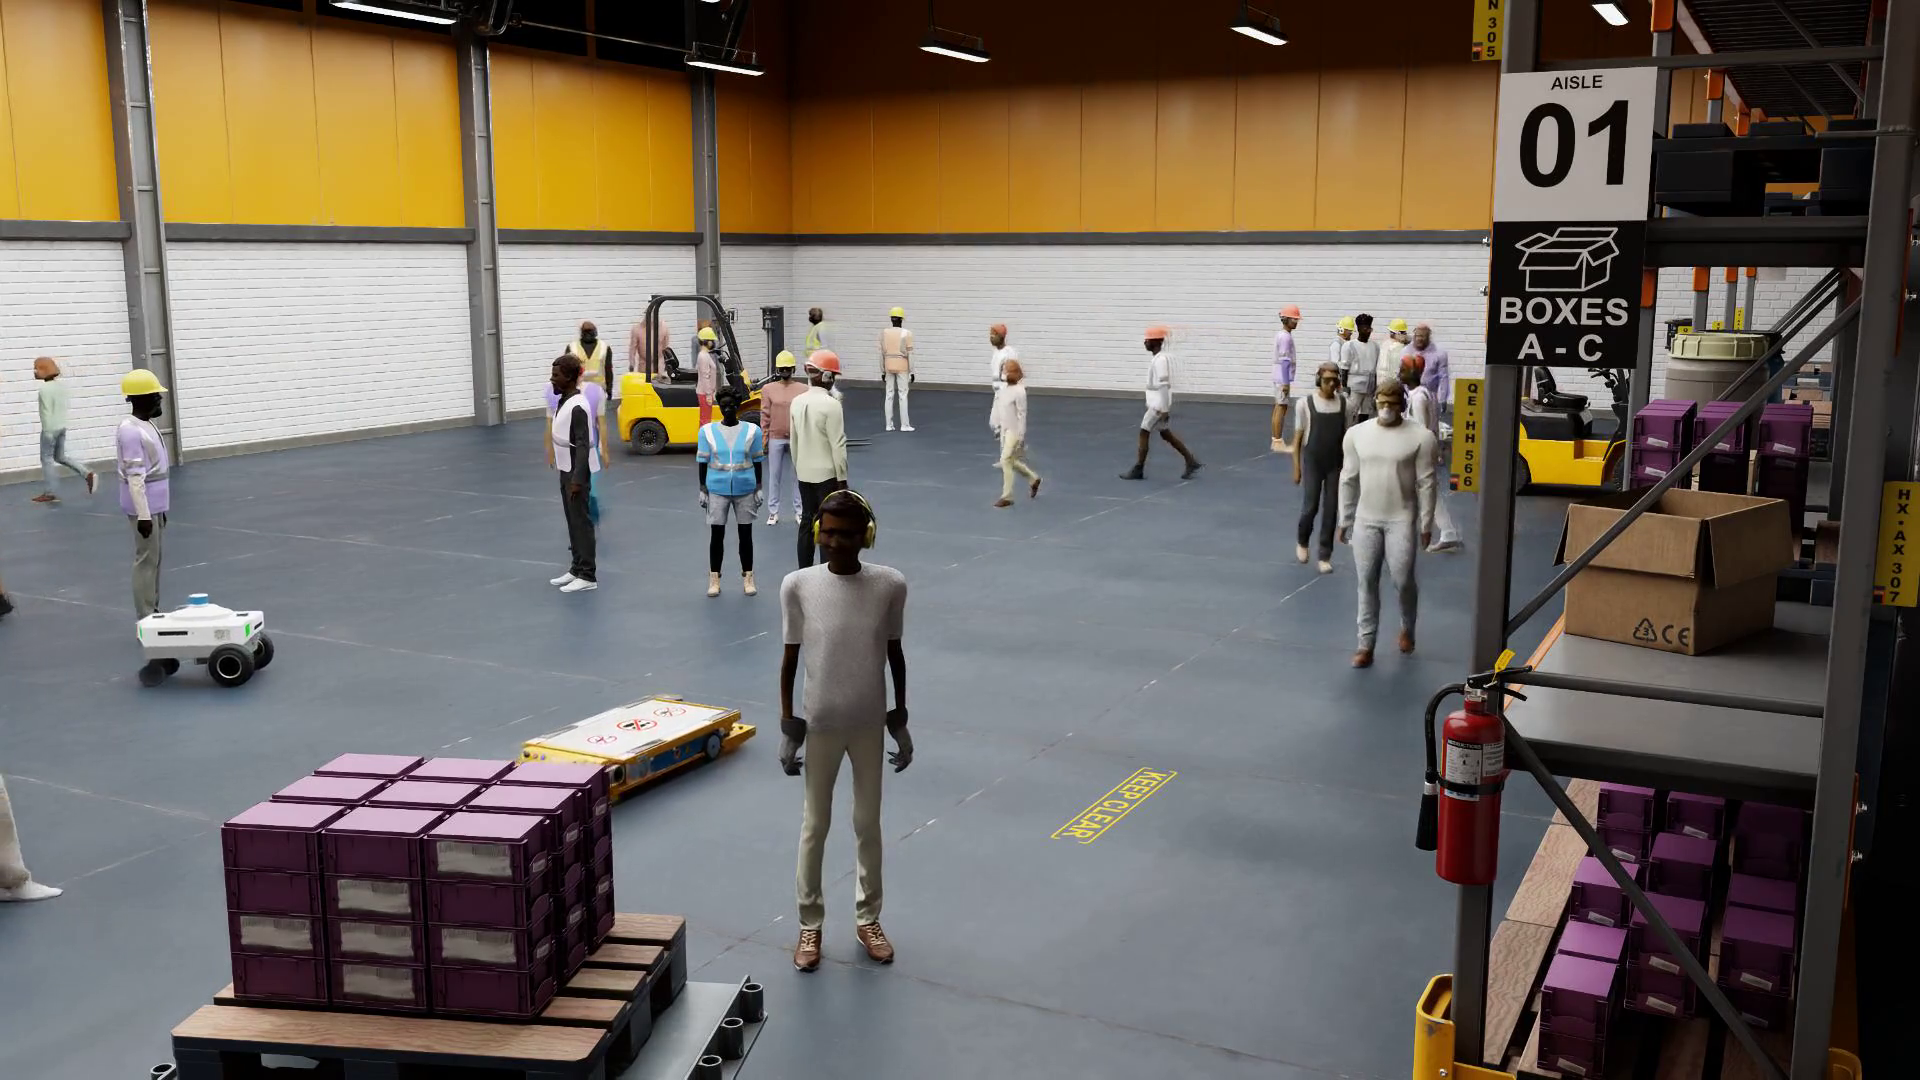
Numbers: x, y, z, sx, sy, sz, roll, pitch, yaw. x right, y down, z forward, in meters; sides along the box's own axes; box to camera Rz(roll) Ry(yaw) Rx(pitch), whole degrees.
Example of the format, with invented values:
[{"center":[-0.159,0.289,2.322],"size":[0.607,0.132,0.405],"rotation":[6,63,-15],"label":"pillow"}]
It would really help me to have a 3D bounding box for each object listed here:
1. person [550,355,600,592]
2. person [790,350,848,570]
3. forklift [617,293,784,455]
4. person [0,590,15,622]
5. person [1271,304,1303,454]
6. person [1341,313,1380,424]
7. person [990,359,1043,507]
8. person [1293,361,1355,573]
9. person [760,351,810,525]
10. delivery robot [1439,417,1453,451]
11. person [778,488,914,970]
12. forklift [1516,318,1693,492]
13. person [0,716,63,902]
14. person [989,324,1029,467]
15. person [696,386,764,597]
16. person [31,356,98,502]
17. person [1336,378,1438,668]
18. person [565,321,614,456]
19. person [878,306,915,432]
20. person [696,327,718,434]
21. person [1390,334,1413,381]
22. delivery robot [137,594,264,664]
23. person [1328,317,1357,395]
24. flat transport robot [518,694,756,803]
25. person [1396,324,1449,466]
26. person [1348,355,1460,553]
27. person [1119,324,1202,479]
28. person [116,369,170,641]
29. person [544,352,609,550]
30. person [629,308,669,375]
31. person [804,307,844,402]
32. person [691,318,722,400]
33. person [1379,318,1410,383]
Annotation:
[{"center":[-3.147,-0.543,13.571],"size":[0.392,1.920,0.588],"rotation":[-4,11,-24],"label":"person"},{"center":[-1.086,-0.506,13.155],"size":[0.391,1.989,0.611],"rotation":[-9,14,-43],"label":"person"},{"center":[-3.588,-2.317,23.042],"size":[2.313,2.155,1.214],"rotation":[-1,10,-5],"label":"forklift"},{"center":[-7.179,-0.239,11.879],"size":[0.557,1.901,0.947],"rotation":[3,10,18],"label":"person"},{"center":[4.486,-2.212,22.886],"size":[0.394,2.040,0.609],"rotation":[1,10,6],"label":"person"},{"center":[5.222,-1.971,21.699],"size":[0.609,1.964,0.367],"rotation":[-5,11,-27],"label":"person"},{"center":[0.614,-1.171,18.086],"size":[0.627,1.611,0.509],"rotation":[-4,11,-24],"label":"person"},{"center":[3.139,-0.634,14.360],"size":[0.515,1.827,0.451],"rotation":[0,10,-2],"label":"person"},{"center":[-1.755,-1.027,16.819],"size":[0.525,1.769,0.309],"rotation":[-1,10,-8],"label":"person"},{"center":[6.375,-1.407,22.246],"size":[0.477,0.478,0.707],"rotation":[-4,11,-21],"label":"delivery robot"},{"center":[-0.437,0.723,6.400],"size":[0.523,1.865,0.317],"rotation":[-2,10,-12],"label":"person"},{"center":[7.066,-1.601,18.899],"size":[2.313,2.155,1.214],"rotation":[5,11,27],"label":"forklift"},{"center":[-4.253,0.755,6.942],"size":[0.721,1.619,0.518],"rotation":[-3,10,-19],"label":"person"},{"center":[0.616,-1.847,21.328],"size":[0.556,1.855,0.594],"rotation":[-4,10,-20],"label":"person"},{"center":[-1.832,-0.388,13.315],"size":[0.541,1.695,0.315],"rotation":[-2,10,-9],"label":"person"},{"center":[-9.969,-1.226,18.394],"size":[0.607,1.614,0.511],"rotation":[-1,10,-3],"label":"person"},{"center":[2.835,-0.120,11.099],"size":[0.635,1.931,0.589],"rotation":[6,11,30],"label":"person"},{"center":[-5.015,-2.049,22.563],"size":[0.640,1.827,0.432],"rotation":[-3,10,-15],"label":"person"},{"center":[-0.965,-2.620,25.574],"size":[0.587,1.927,0.365],"rotation":[4,10,21],"label":"person"},{"center":[-3.334,-1.919,21.973],"size":[0.306,1.770,0.525],"rotation":[-2,10,-10],"label":"person"},{"center":[6.176,-2.071,23.280],"size":[0.544,1.617,0.523],"rotation":[2,10,12],"label":"person"},{"center":[-4.875,0.589,10.692],"size":[0.707,0.478,0.477],"rotation":[-1,10,-6],"label":"delivery robot"},{"center":[5.558,-2.329,24.190],"size":[0.403,1.823,0.588],"rotation":[4,11,24],"label":"person"},{"center":[-1.760,1.096,8.849],"size":[0.652,0.197,1.431],"rotation":[5,11,27],"label":"flat transport robot"},{"center":[5.926,-1.835,21.243],"size":[0.680,1.872,0.790],"rotation":[6,11,29],"label":"person"},{"center":[4.127,-0.769,15.166],"size":[1.004,1.834,0.581],"rotation":[3,10,18],"label":"person"},{"center":[2.462,-1.662,20.120],"size":[0.960,1.898,0.545],"rotation":[1,10,6],"label":"person"},{"center":[-5.761,-0.246,11.816],"size":[0.354,1.930,0.594],"rotation":[-3,10,-17],"label":"person"},{"center":[-3.560,-0.828,15.462],"size":[0.598,1.832,0.437],"rotation":[1,10,5],"label":"person"},{"center":[-5.251,-3.029,28.173],"size":[0.668,1.860,0.940],"rotation":[-2,10,-11],"label":"person"},{"center":[-2.432,-3.140,28.903],"size":[0.782,1.822,0.630],"rotation":[-2,10,-13],"label":"person"},{"center":[-4.409,-3.041,28.929],"size":[0.514,1.644,0.359],"rotation":[-1,10,-4],"label":"person"},{"center":[6.105,-2.193,23.369],"size":[0.403,1.831,0.595],"rotation":[-1,10,-8],"label":"person"}]
